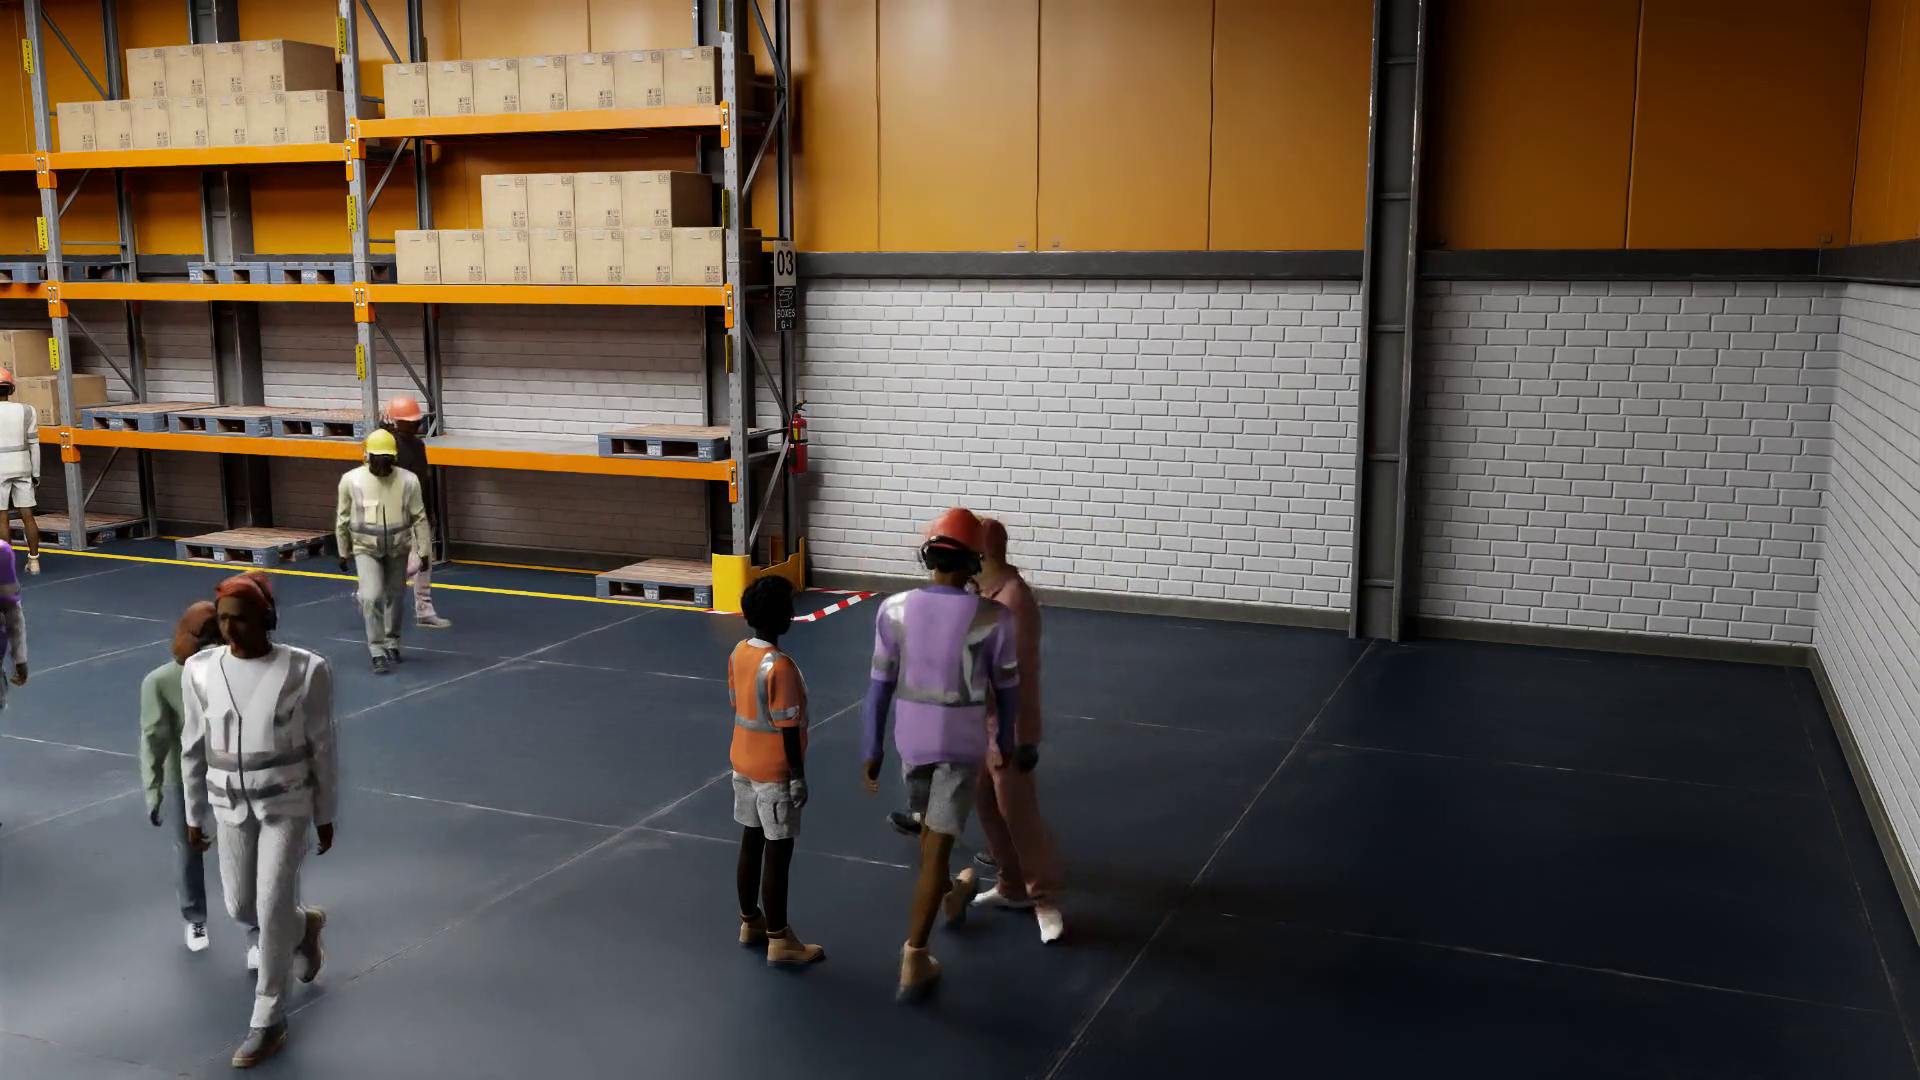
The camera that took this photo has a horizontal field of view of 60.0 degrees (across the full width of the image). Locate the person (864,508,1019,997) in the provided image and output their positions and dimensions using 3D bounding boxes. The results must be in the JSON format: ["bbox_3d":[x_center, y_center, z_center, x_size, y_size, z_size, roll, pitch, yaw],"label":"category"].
[{"bbox_3d":[-0.036,0.851,7.135,0.611,1.979,1.069,4,10,22],"label":"person"}]

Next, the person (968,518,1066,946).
[{"bbox_3d":[0.215,0.845,7.585,0.468,1.864,0.813,-3,10,-18],"label":"person"}]

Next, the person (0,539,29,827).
[{"bbox_3d":[-5.227,0.613,8.772,0.569,1.923,0.496,-8,12,-41],"label":"person"}]

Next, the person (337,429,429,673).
[{"bbox_3d":[-4.269,0.078,12.361,0.627,1.799,0.738,-5,11,-28],"label":"person"}]

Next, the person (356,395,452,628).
[{"bbox_3d":[-4.609,-0.219,13.700,0.640,1.967,0.649,1,9,9],"label":"person"}]

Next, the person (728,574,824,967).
[{"bbox_3d":[-0.815,0.986,7.201,0.318,1.699,0.535,-6,11,-32],"label":"person"}]

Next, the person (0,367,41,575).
[{"bbox_3d":[-9.213,-0.650,16.075,0.379,2.044,0.607,7,12,38],"label":"person"}]

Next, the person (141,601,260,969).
[{"bbox_3d":[-3.211,1.054,7.113,0.529,1.587,0.840,-6,11,-34],"label":"person"}]

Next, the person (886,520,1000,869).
[{"bbox_3d":[-0.041,0.755,8.317,0.883,1.788,0.604,3,10,16],"label":"person"}]

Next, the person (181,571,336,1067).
[{"bbox_3d":[-2.710,1.023,6.511,0.579,1.861,0.780,0,9,3],"label":"person"}]

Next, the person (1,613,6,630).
[{"bbox_3d":[-8.108,-0.101,13.382,0.767,1.838,0.553,2,10,14],"label":"person"}]
